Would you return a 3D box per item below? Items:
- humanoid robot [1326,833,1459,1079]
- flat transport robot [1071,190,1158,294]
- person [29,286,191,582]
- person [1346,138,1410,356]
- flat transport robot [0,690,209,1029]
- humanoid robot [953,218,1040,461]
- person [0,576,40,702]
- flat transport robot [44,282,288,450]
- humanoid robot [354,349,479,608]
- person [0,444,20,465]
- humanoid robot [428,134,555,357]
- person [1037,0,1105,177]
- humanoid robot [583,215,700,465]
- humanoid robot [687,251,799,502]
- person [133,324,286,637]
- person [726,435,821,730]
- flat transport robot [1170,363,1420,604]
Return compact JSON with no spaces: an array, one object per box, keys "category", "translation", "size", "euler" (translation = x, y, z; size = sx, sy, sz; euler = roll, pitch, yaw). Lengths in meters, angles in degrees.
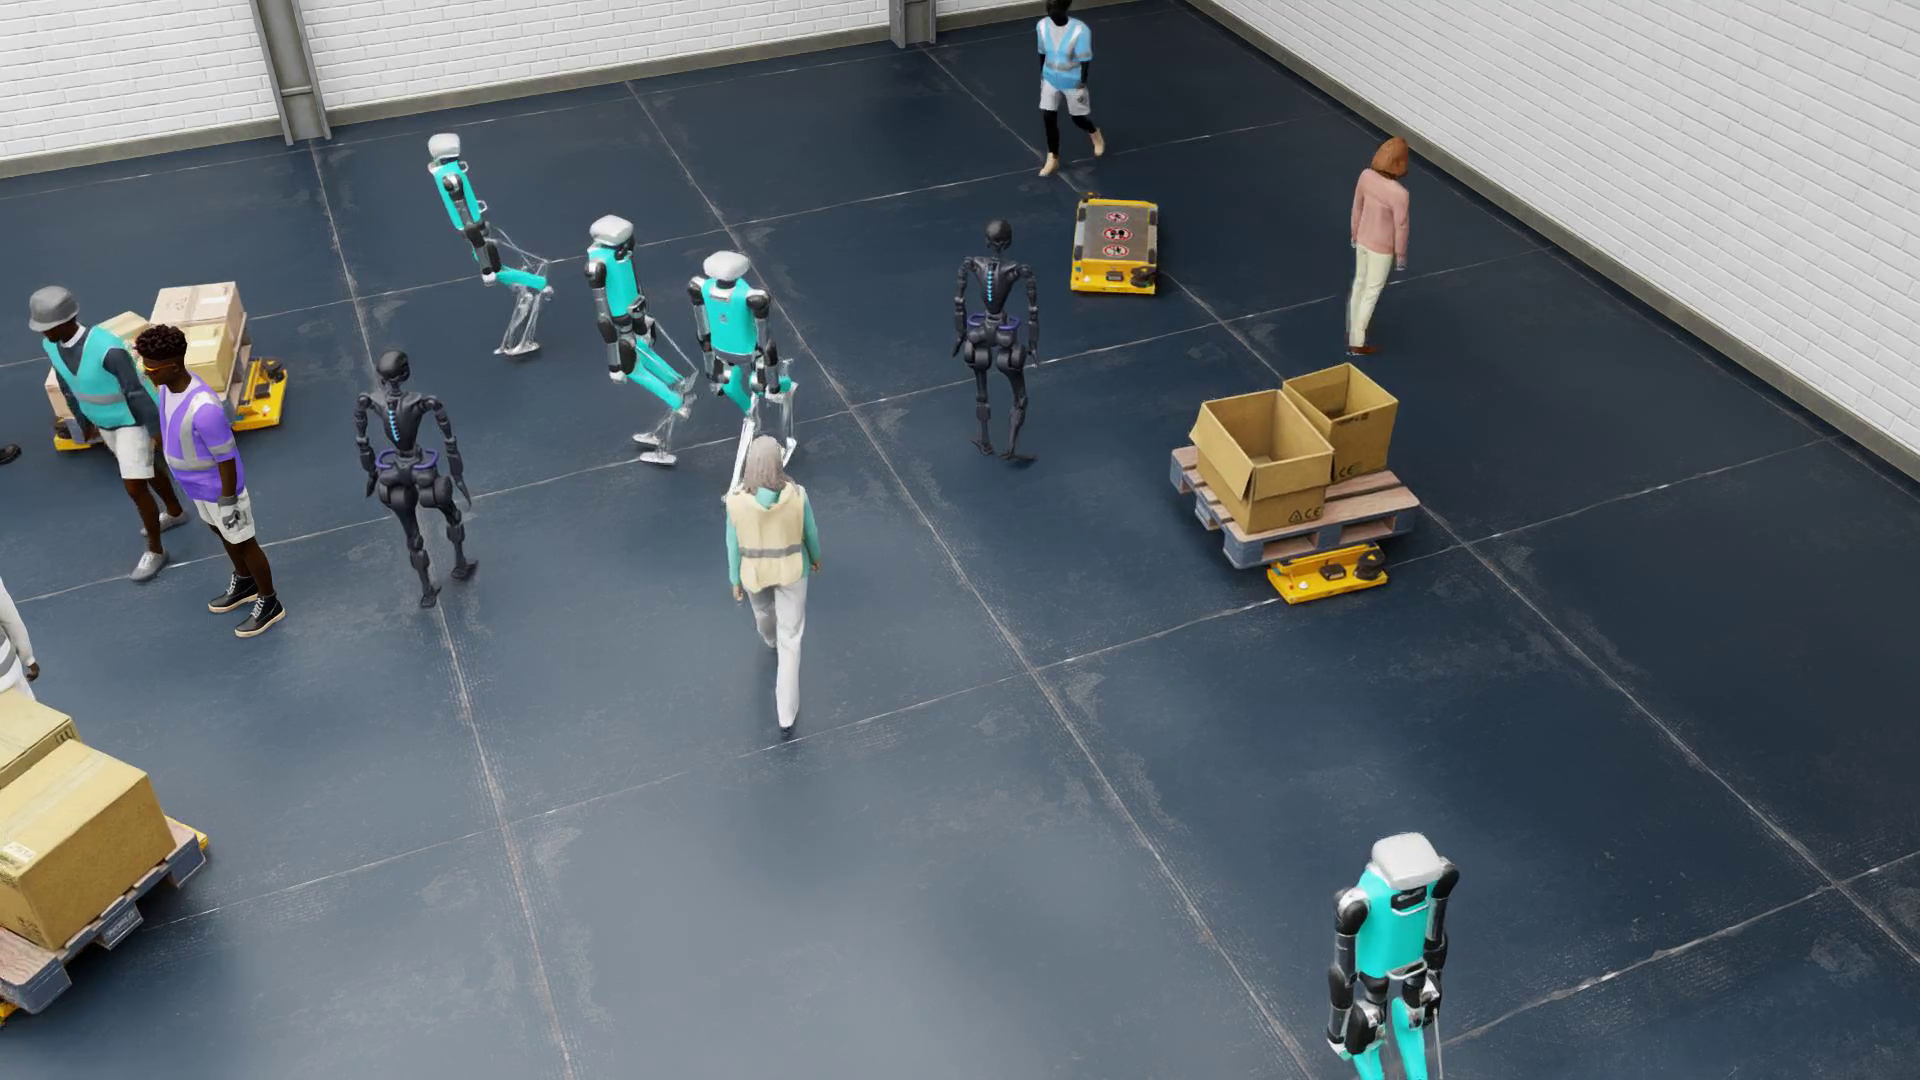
[{"category":"humanoid robot","translation":[1.765,1.992,6.483],"size":[0.531,1.792,0.798],"euler":[-16,40,-20]},{"category":"flat transport robot","translation":[1.257,-2.406,13.406],"size":[0.659,0.231,1.431],"euler":[4,38,5]},{"category":"person","translation":[-5.028,-0.668,9.814],"size":[0.592,1.897,0.754],"euler":[13,39,16]},{"category":"person","translation":[2.999,-2.103,11.908],"size":[0.416,1.628,0.508],"euler":[-17,41,-21]},{"category":"flat transport robot","translation":[-4.402,1.771,7.968],"size":[0.659,0.231,1.431],"euler":[17,41,21]},{"category":"humanoid robot","translation":[0.224,-1.265,10.772],"size":[0.613,1.644,0.473],"euler":[11,39,14]},{"category":"person","translation":[-4.733,0.699,8.037],"size":[0.354,1.886,0.572],"euler":[21,42,25]},{"category":"flat transport robot","translation":[-5.445,-0.950,11.510],"size":[1.431,0.231,0.659],"euler":[-7,38,-10]},{"category":"humanoid robot","translation":[-3.160,-0.383,9.627],"size":[0.616,1.645,0.480],"euler":[0,38,0]},{"category":"person","translation":[-6.600,-1.264,10.574],"size":[0.641,1.913,0.417],"euler":[-29,46,-33]},{"category":"humanoid robot","translation":[-3.206,-2.040,11.735],"size":[0.803,1.787,0.549],"euler":[-14,40,-18]},{"category":"person","translation":[0.943,-3.991,14.319],"size":[0.550,1.664,0.662],"euler":[21,42,25]},{"category":"humanoid robot","translation":[-1.937,-1.228,10.604],"size":[0.720,1.725,0.535],"euler":[9,38,11]},{"category":"humanoid robot","translation":[-1.292,-1.123,10.535],"size":[0.531,1.738,1.018],"euler":[13,39,16]},{"category":"person","translation":[-4.207,-0.335,9.319],"size":[0.368,1.965,0.605],"euler":[-31,47,-34]},{"category":"person","translation":[-0.986,0.150,8.939],"size":[0.476,1.651,0.950],"euler":[0,38,0]},{"category":"flat transport robot","translation":[2.042,-0.142,10.459],"size":[0.659,0.231,1.431],"euler":[-11,39,-14]}]
